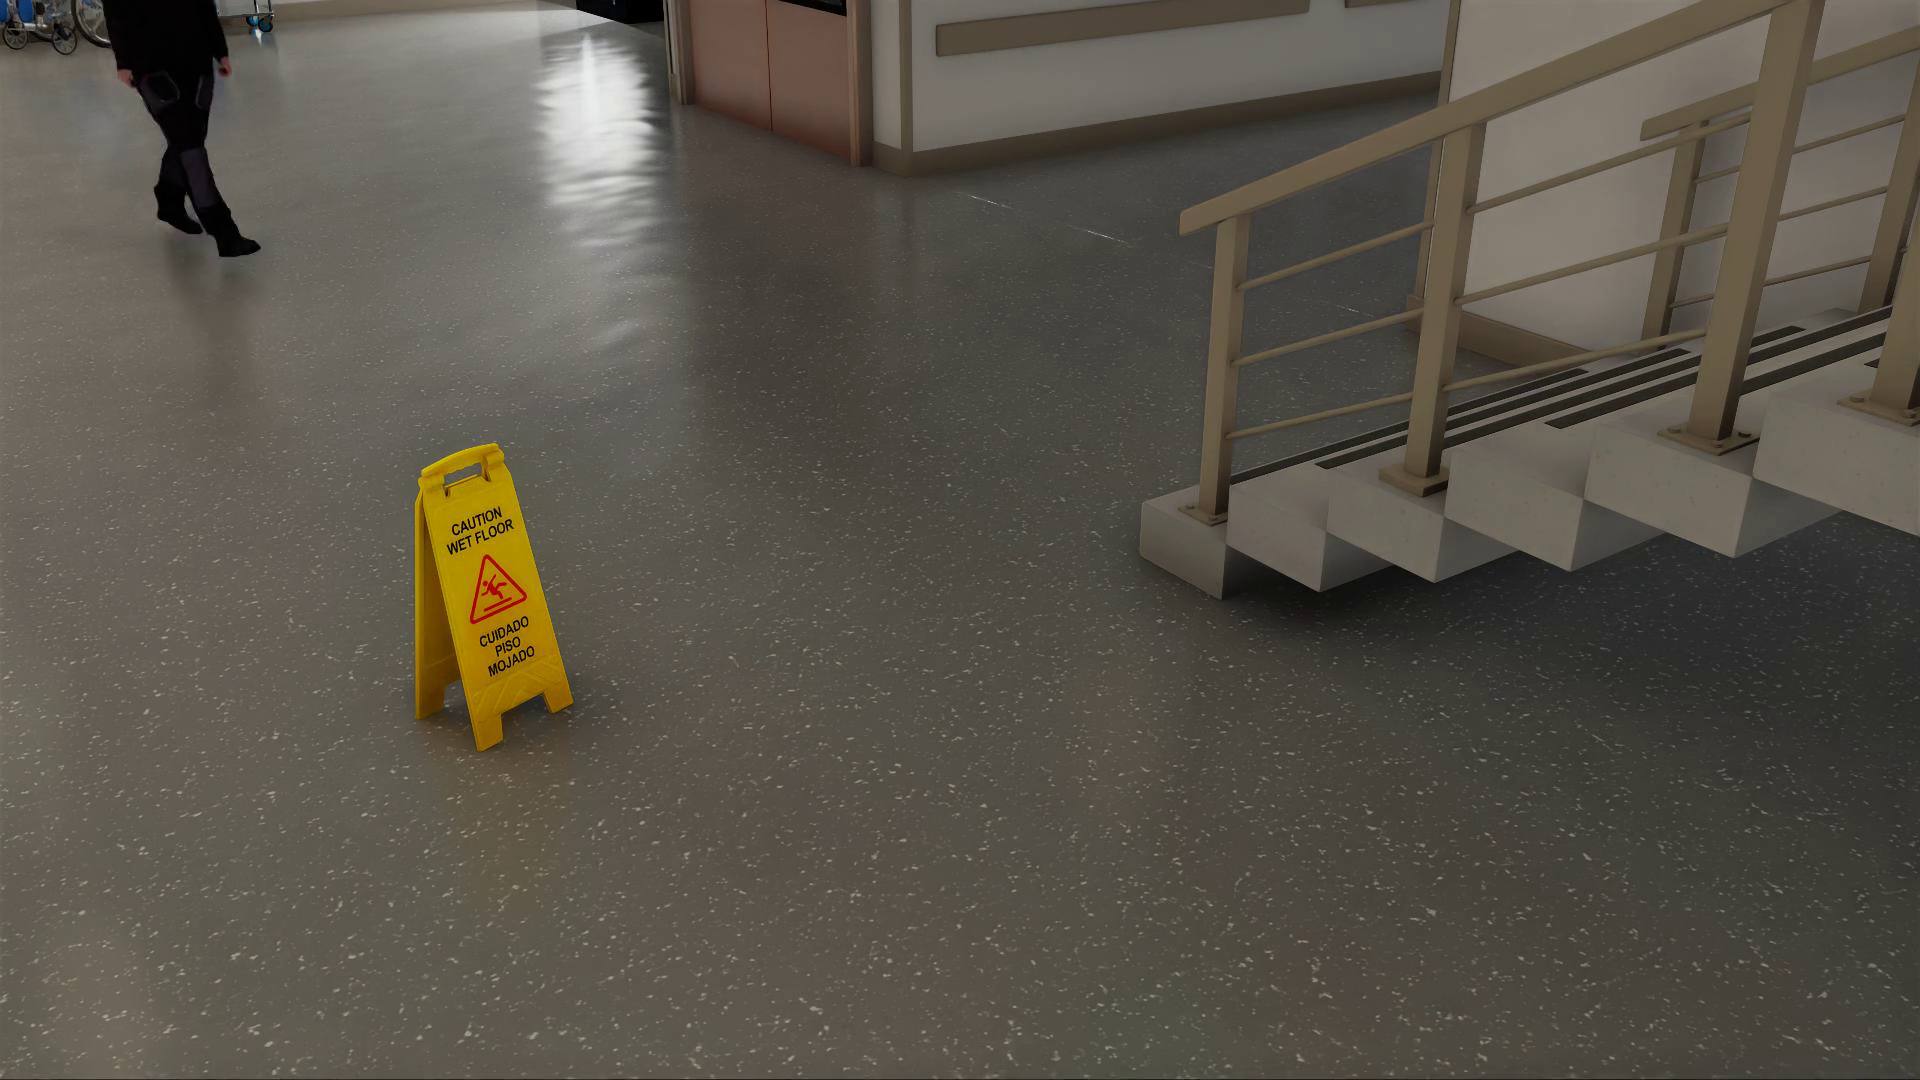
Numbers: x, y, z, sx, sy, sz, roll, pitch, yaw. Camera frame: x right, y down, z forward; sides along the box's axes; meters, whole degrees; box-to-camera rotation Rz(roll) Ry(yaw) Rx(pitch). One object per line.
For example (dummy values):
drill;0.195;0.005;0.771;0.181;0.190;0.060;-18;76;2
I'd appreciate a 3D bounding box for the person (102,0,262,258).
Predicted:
person;-4.068;-2.396;8.502;1.333;1.866;1.015;16;30;30
